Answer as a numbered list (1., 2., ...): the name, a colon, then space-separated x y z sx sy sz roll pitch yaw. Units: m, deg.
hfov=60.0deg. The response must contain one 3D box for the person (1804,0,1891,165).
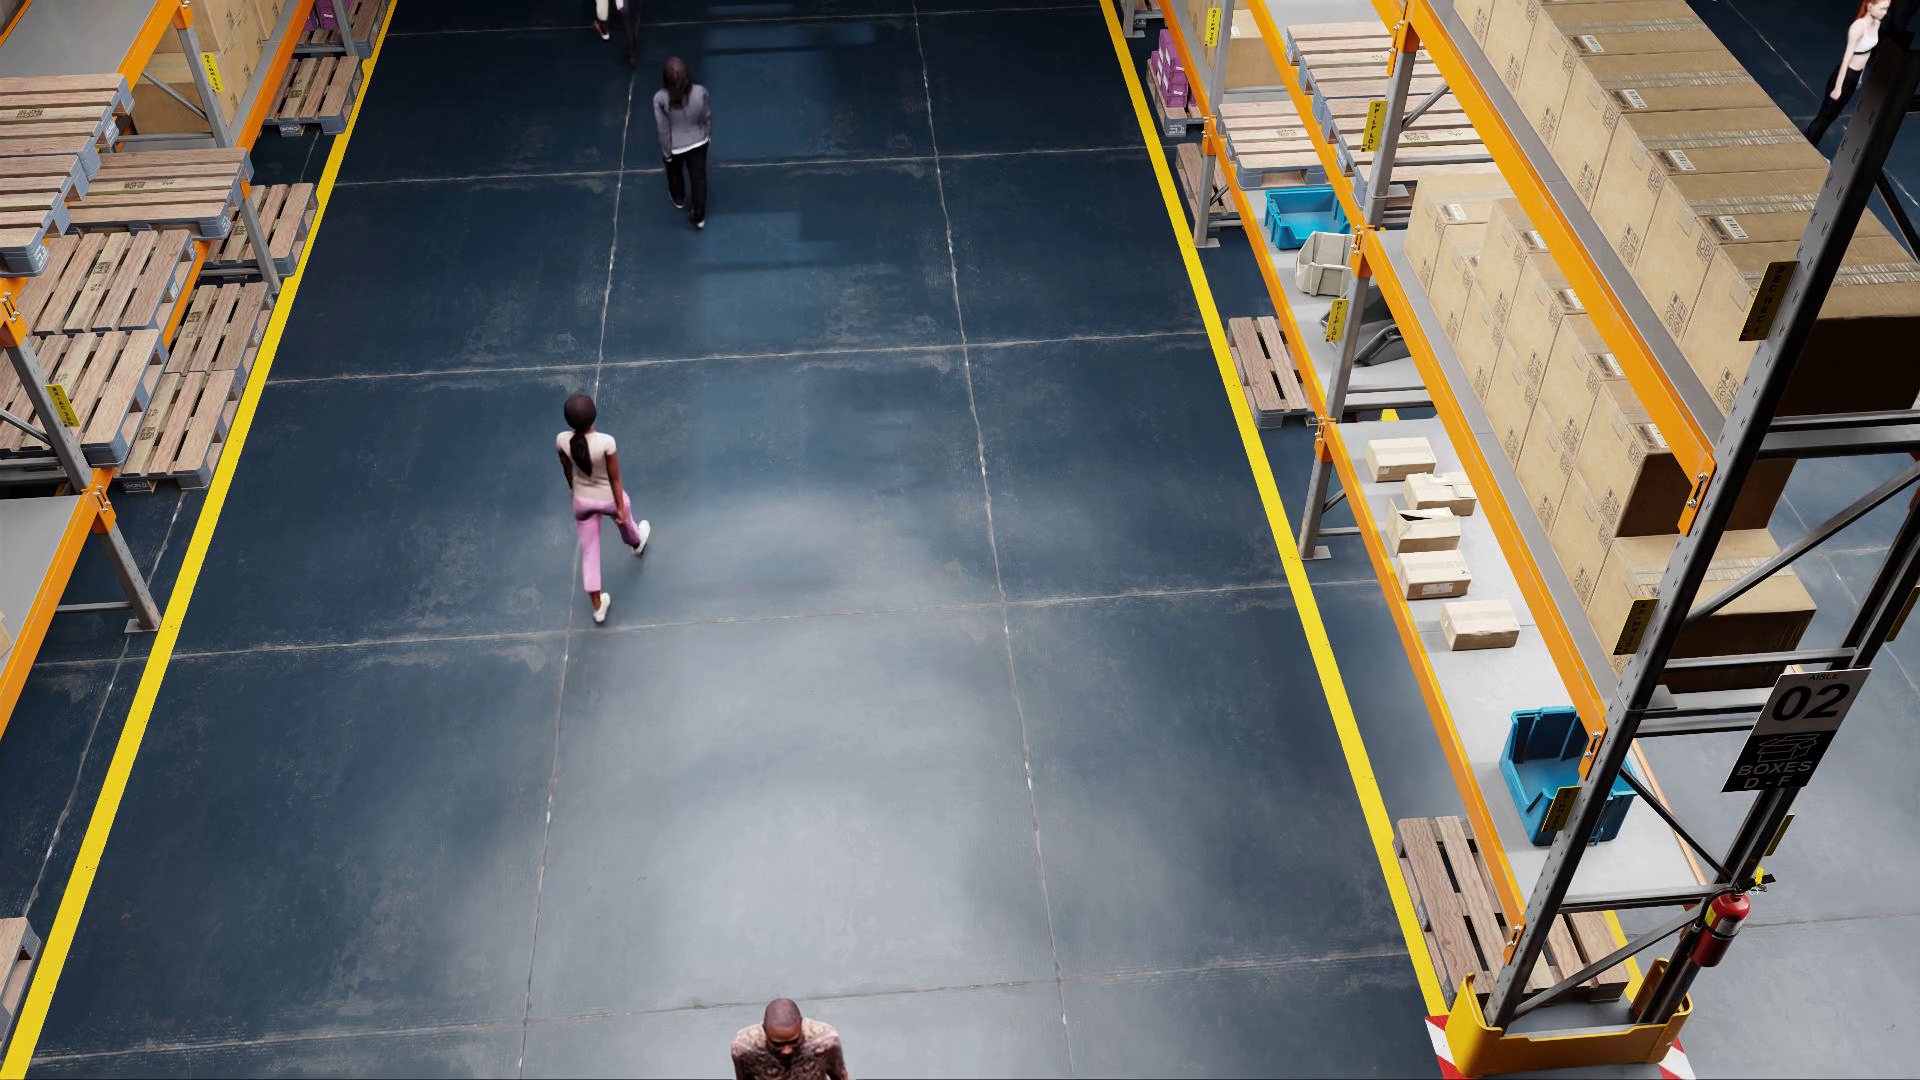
1. person: 8.114 -4.226 15.267 0.661 1.742 0.671 -27 50 -26

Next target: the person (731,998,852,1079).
1. person: -0.804 2.654 8.026 0.801 1.769 1.224 -8 44 -8

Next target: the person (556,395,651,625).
1. person: -2.429 -0.169 11.053 0.711 1.680 1.141 4 44 4

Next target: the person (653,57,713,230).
1. person: -2.397 -3.444 14.572 0.820 1.568 0.964 -15 46 -15

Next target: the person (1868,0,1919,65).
1. person: 9.487 -5.504 16.658 0.602 1.674 0.800 -3 44 -3

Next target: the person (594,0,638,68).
1. person: -3.498 -5.673 16.717 0.949 1.837 1.283 -15 46 -16
